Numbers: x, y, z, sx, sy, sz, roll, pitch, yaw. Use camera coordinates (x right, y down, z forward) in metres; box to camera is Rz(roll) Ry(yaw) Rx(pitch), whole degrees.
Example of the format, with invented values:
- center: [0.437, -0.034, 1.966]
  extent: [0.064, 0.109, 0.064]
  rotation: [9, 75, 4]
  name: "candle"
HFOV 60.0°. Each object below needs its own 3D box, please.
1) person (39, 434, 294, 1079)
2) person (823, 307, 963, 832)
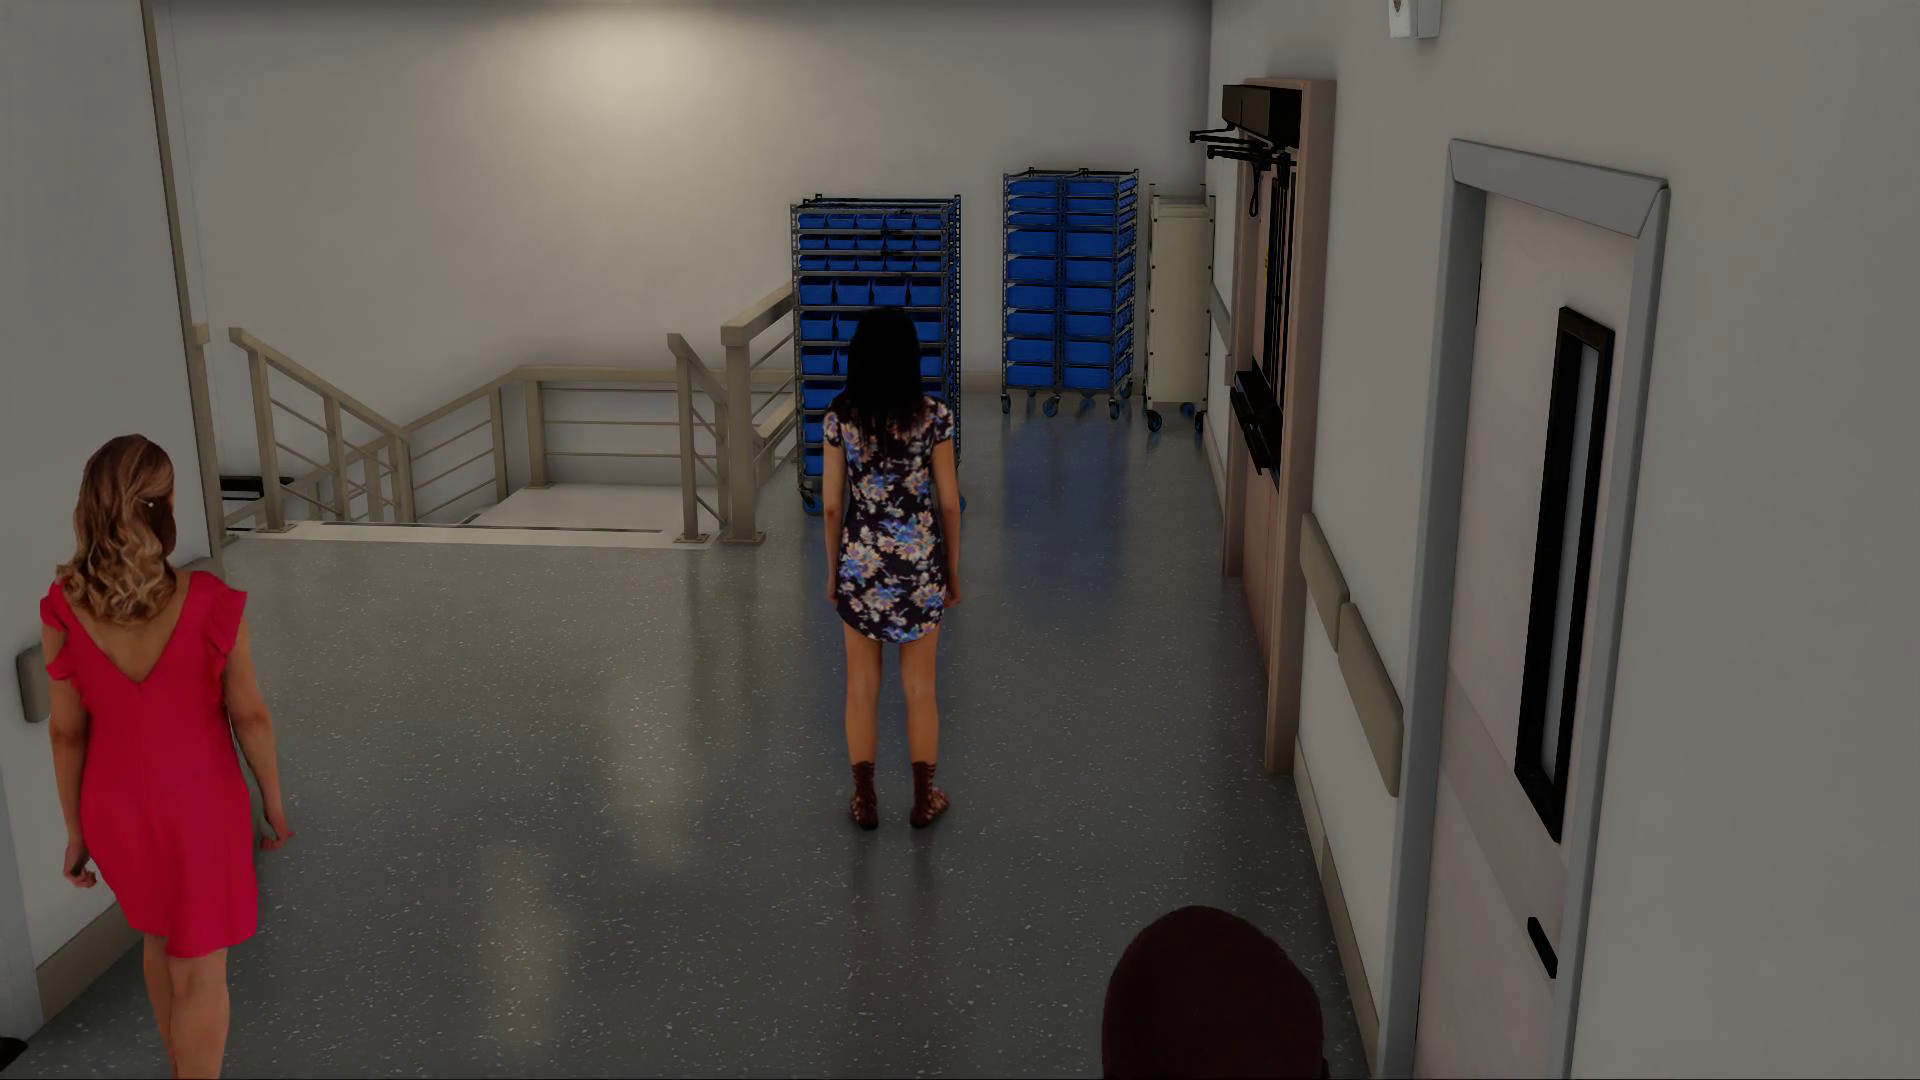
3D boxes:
- center: [-1.722, 0.641, 3.552]
  extent: [0.640, 1.716, 0.662]
  rotation: [-2, 16, -5]
  name: "person"
- center: [-0.229, 0.108, 5.413]
  extent: [0.598, 1.733, 0.519]
  rotation: [1, 16, 2]
  name: "person"
